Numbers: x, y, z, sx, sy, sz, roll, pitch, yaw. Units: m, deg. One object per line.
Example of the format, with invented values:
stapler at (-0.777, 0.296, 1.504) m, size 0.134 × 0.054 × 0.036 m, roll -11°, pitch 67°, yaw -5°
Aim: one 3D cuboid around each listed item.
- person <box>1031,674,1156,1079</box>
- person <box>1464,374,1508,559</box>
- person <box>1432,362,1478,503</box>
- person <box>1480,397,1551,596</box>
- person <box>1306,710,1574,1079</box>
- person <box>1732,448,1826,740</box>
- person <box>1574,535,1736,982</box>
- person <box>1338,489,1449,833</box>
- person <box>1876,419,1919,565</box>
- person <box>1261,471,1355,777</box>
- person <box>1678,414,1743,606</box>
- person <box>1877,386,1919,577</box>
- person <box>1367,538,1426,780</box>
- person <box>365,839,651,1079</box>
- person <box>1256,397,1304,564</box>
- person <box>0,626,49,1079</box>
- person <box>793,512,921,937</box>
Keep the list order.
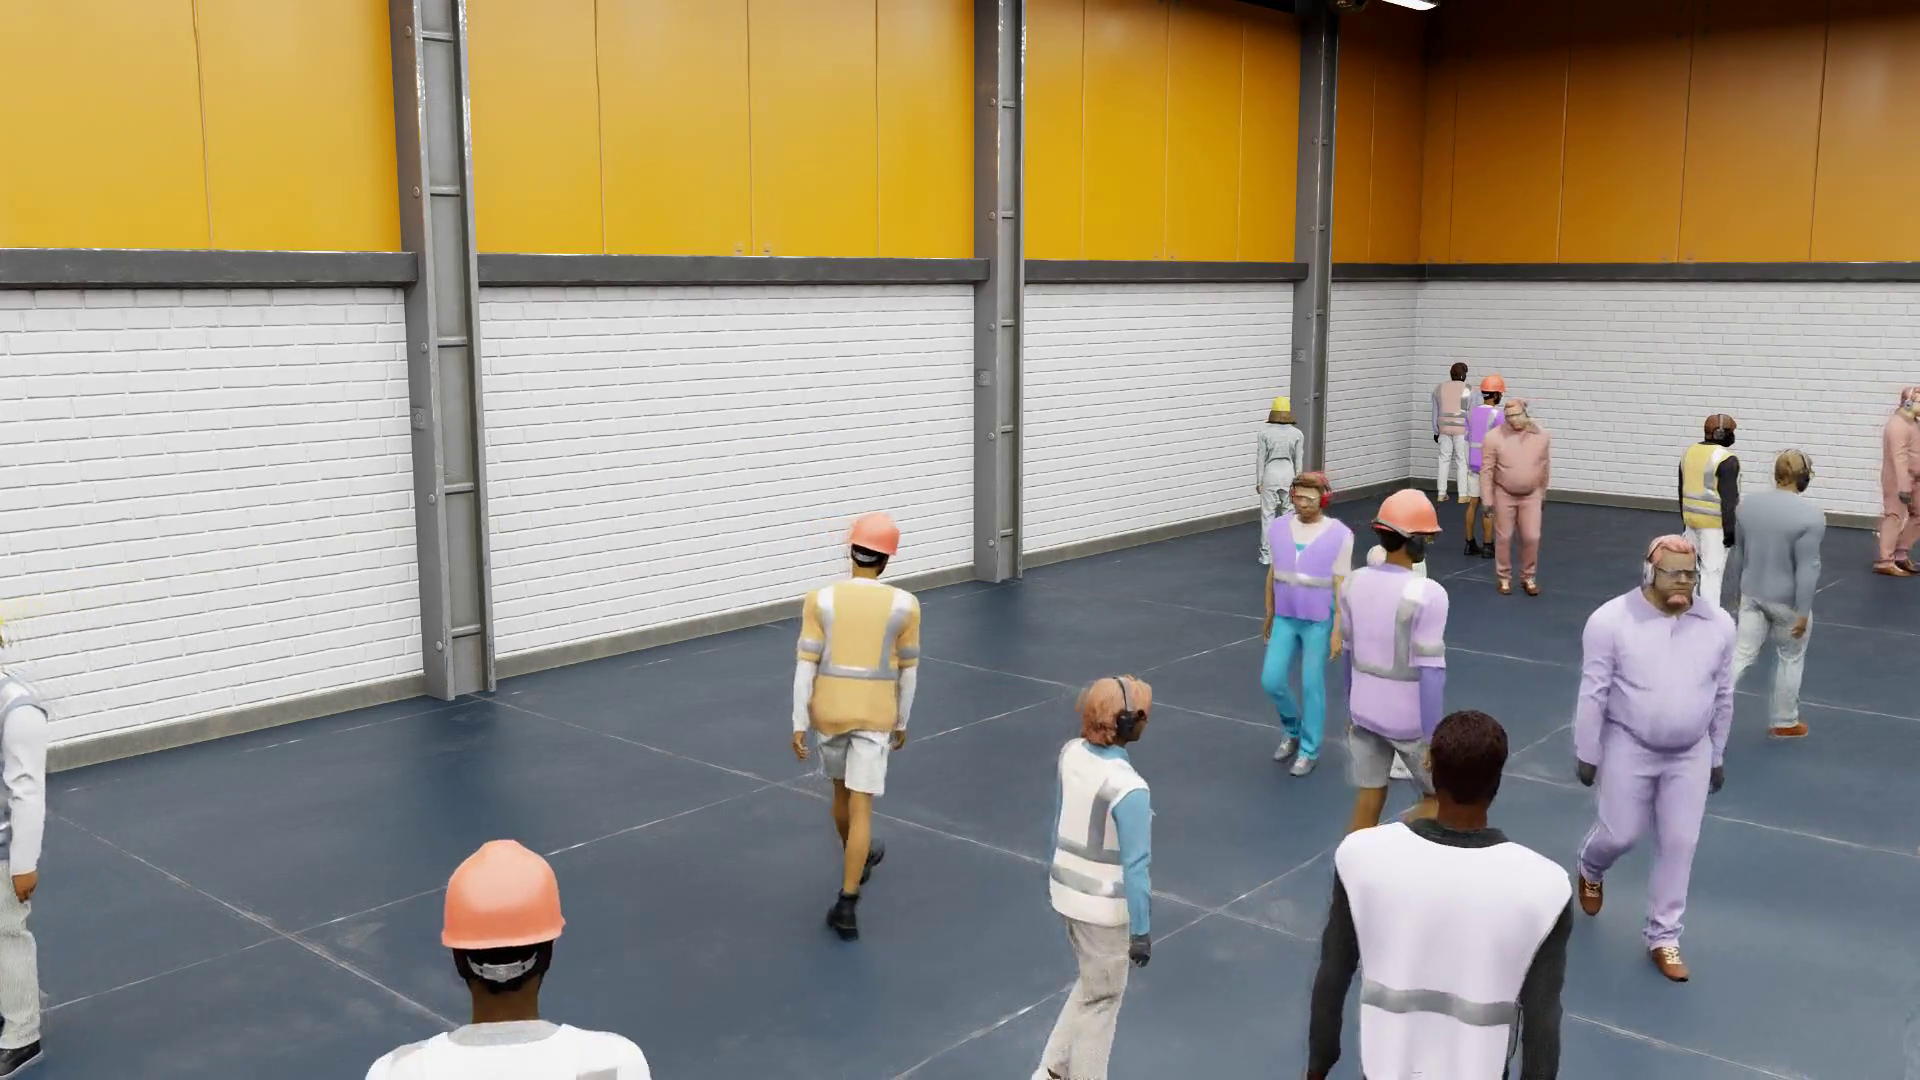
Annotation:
person at (0.476, 1.261, 5.698) m, size 0.356 × 1.627 × 0.558 m, roll -4°, pitch 10°, yaw -24°
person at (5.563, -0.777, 17.554) m, size 0.377 × 1.938 × 0.547 m, roll -5°, pitch 10°, yaw -26°
person at (6.512, -1.408, 21.823) m, size 0.635 × 1.842 × 0.429 m, roll 7°, pitch 12°, yaw 39°
person at (5.131, -0.401, 15.423) m, size 0.664 × 1.867 × 0.555 m, roll 1°, pitch 9°, yaw 5°
person at (1.186, 1.379, 4.202) m, size 0.649 × 1.882 × 0.886 m, roll 3°, pitch 10°, yaw 18°
person at (5.072, 0.370, 10.474) m, size 0.894 × 1.909 × 0.640 m, roll -5°, pitch 10°, yaw -29°
person at (3.002, 0.890, 7.252) m, size 0.652 × 1.890 × 0.719 m, roll 1°, pitch 9°, yaw 3°
person at (1.998, 0.779, 7.490) m, size 0.525 × 2.029 × 0.635 m, roll -6°, pitch 11°, yaw -32°
person at (9.869, -0.656, 17.074) m, size 0.642 × 1.853 × 0.530 m, roll 7°, pitch 11°, yaw 36°
person at (2.046, 0.495, 9.919) m, size 0.572 × 1.825 × 0.451 m, roll 7°, pitch 11°, yaw 37°
person at (6.225, -0.128, 13.794) m, size 0.430 × 1.840 × 0.626 m, roll -2°, pitch 9°, yaw -12°
person at (9.337, -0.562, 16.356) m, size 0.502 × 1.889 × 0.681 m, roll 8°, pitch 12°, yaw 40°
person at (2.574, 0.596, 9.868) m, size 0.315 × 1.641 × 0.515 m, roll -4°, pitch 10°, yaw -22°
person at (-0.843, 1.539, 3.135) m, size 0.542 × 1.909 × 0.757 m, roll -1°, pitch 9°, yaw -9°
person at (3.287, -0.611, 17.157) m, size 0.480 × 1.733 × 0.333 m, roll 0°, pitch 9°, yaw -3°
person at (-3.603, 1.103, 6.129) m, size 0.614 × 1.812 × 0.429 m, roll 4°, pitch 10°, yaw 24°
person at (-0.473, 0.811, 7.761) m, size 0.571 × 1.876 × 0.947 m, roll 1°, pitch 9°, yaw 4°
